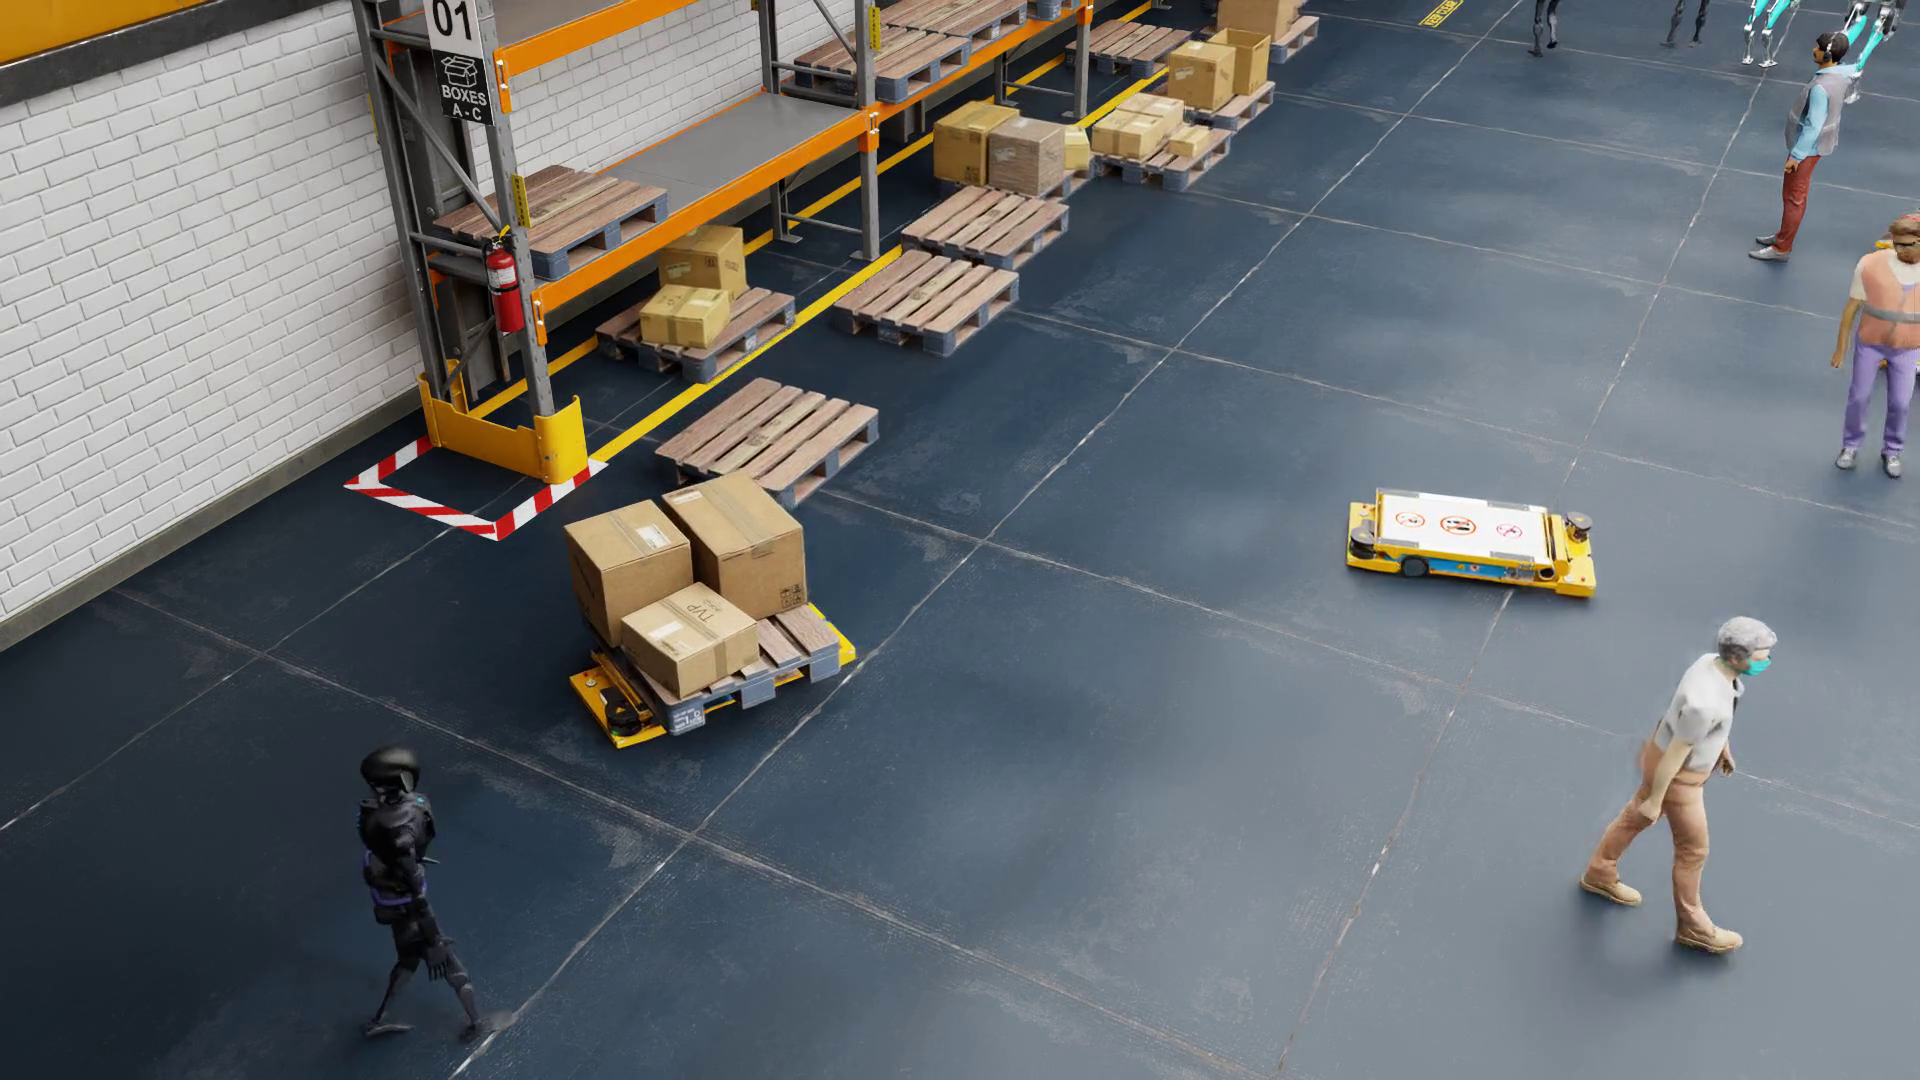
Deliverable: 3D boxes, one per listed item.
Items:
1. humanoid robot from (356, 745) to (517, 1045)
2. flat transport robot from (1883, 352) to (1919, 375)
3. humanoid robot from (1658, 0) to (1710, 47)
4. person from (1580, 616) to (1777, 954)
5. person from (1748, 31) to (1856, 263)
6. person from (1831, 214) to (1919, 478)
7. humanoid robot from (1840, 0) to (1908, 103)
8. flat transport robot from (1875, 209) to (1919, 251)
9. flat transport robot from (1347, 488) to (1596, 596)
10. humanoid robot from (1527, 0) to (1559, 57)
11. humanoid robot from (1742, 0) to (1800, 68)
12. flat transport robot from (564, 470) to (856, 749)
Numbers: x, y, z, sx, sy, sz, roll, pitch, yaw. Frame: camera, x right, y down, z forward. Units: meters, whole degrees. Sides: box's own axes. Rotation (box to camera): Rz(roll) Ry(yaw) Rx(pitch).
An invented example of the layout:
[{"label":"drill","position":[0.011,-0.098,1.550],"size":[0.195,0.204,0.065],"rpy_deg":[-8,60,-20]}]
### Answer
[{"label":"humanoid robot","position":[-2.221,1.434,6.741],"size":[0.631,1.644,0.624],"rpy_deg":[-13,36,-19]},{"label":"flat transport robot","position":[7.472,-1.544,12.484],"size":[1.431,0.231,0.659],"rpy_deg":[-28,43,-35]},{"label":"humanoid robot","position":[8.180,-6.238,18.321],"size":[0.601,1.642,0.648],"rpy_deg":[28,42,35]},{"label":"person","position":[3.252,1.043,7.264],"size":[0.820,1.706,0.498],"rpy_deg":[15,36,22]},{"label":"person","position":[6.875,-3.178,13.496],"size":[0.410,1.880,0.531],"rpy_deg":[19,38,27]},{"label":"person","position":[5.924,-1.249,10.643],"size":[0.621,1.803,0.444],"rpy_deg":[11,35,16]},{"label":"humanoid robot","position":[8.987,-5.126,16.593],"size":[0.539,1.762,0.968],"rpy_deg":[28,43,35]},{"label":"flat transport robot","position":[8.170,-2.468,13.882],"size":[0.659,0.231,1.431],"rpy_deg":[29,43,36]},{"label":"flat transport robot","position":[3.104,0.007,10.137],"size":[1.431,0.231,0.659],"rpy_deg":[7,34,11]},{"label":"humanoid robot","position":[6.464,-6.145,18.171],"size":[0.587,1.649,0.343],"rpy_deg":[-5,34,-8]},{"label":"humanoid robot","position":[8.551,-5.811,17.487],"size":[0.533,1.677,0.735],"rpy_deg":[28,43,35]},{"label":"flat transport robot","position":[-1.353,0.666,9.140],"size":[1.431,0.231,0.659],"rpy_deg":[-20,38,-27]}]
